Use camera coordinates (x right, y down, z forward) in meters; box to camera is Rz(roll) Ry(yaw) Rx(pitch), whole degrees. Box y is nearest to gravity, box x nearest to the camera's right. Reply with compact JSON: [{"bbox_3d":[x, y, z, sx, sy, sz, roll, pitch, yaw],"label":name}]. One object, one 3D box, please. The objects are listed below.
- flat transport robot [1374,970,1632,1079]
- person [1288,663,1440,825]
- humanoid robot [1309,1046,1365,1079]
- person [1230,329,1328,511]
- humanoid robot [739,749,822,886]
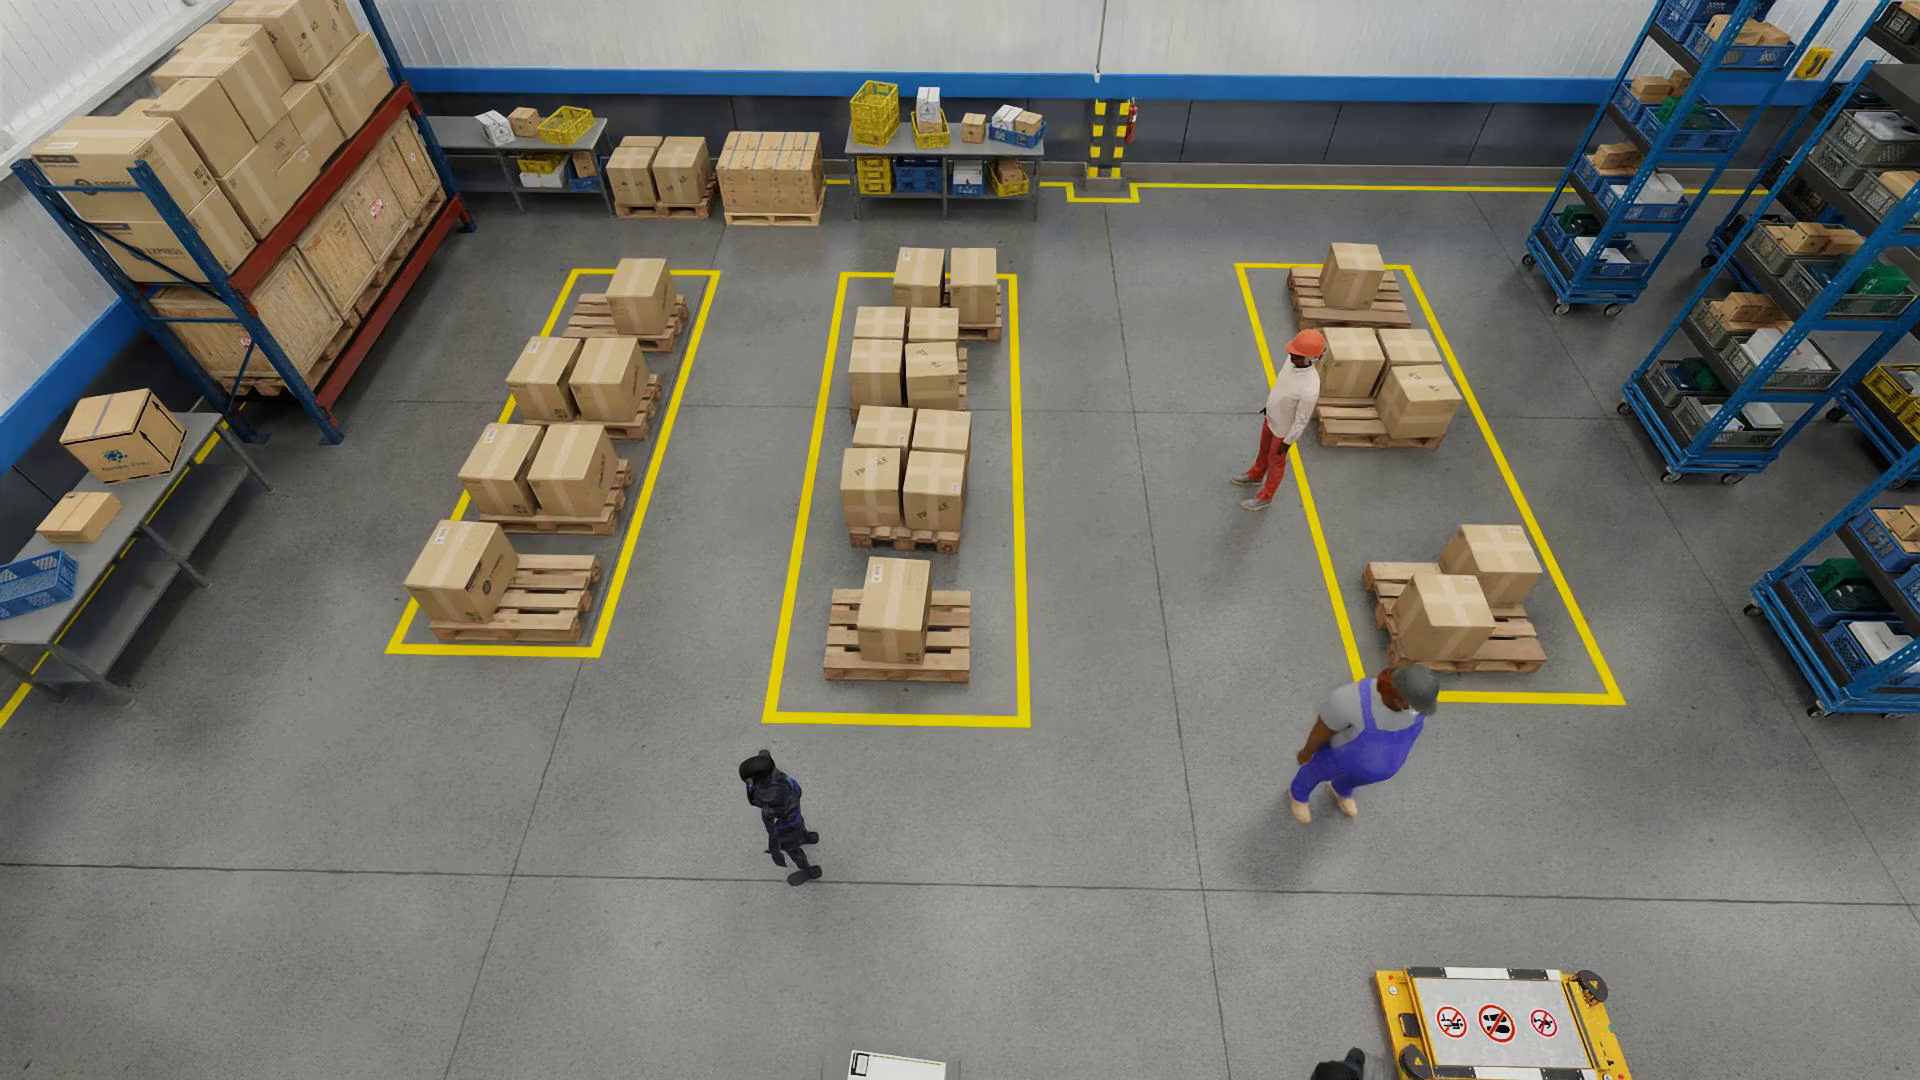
[{"bbox_3d":[3.501,3.133,5.914,1.431,0.197,0.652,1,51,1],"label":"flat transport robot"},{"bbox_3d":[2.704,1.407,6.196,0.738,2.000,0.541,-3,51,-3],"label":"person"},{"bbox_3d":[2.013,3.148,5.038,0.680,1.612,0.588,29,57,22],"label":"humanoid robot"},{"bbox_3d":[2.887,-1.071,8.246,0.377,1.995,0.610,-4,51,-3],"label":"person"},{"bbox_3d":[-1.191,1.826,6.087,0.339,1.652,0.572,-8,51,-6],"label":"humanoid robot"}]
